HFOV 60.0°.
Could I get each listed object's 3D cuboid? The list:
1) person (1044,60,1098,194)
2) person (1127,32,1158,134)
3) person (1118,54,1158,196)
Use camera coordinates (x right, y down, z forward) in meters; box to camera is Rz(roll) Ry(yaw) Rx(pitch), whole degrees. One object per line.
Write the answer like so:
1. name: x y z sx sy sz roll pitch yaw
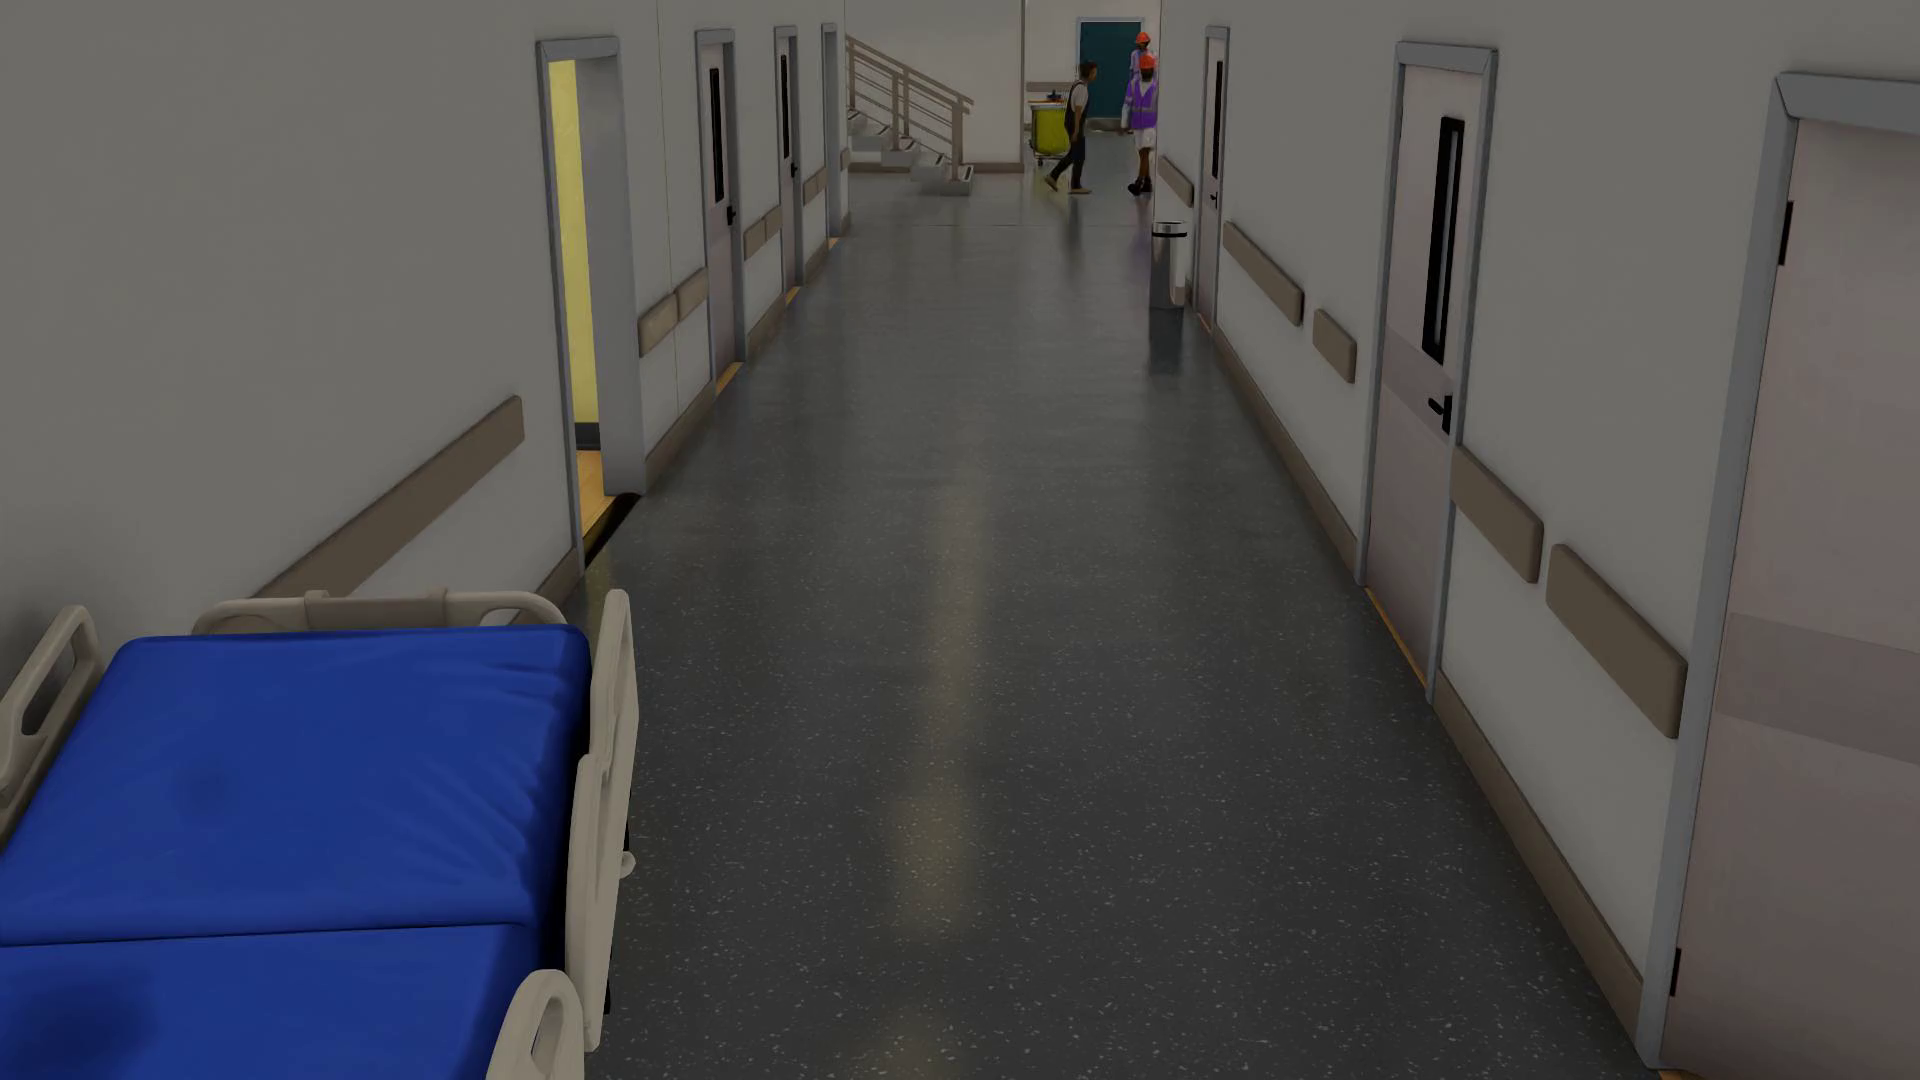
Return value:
1. person: 1.540 -5.672 22.903 0.657 1.809 0.545 -1 18 -4
2. person: 3.724 -9.336 34.043 0.605 2.036 0.393 11 21 31
3. person: 2.505 -5.684 22.820 0.561 1.875 1.029 9 20 27
